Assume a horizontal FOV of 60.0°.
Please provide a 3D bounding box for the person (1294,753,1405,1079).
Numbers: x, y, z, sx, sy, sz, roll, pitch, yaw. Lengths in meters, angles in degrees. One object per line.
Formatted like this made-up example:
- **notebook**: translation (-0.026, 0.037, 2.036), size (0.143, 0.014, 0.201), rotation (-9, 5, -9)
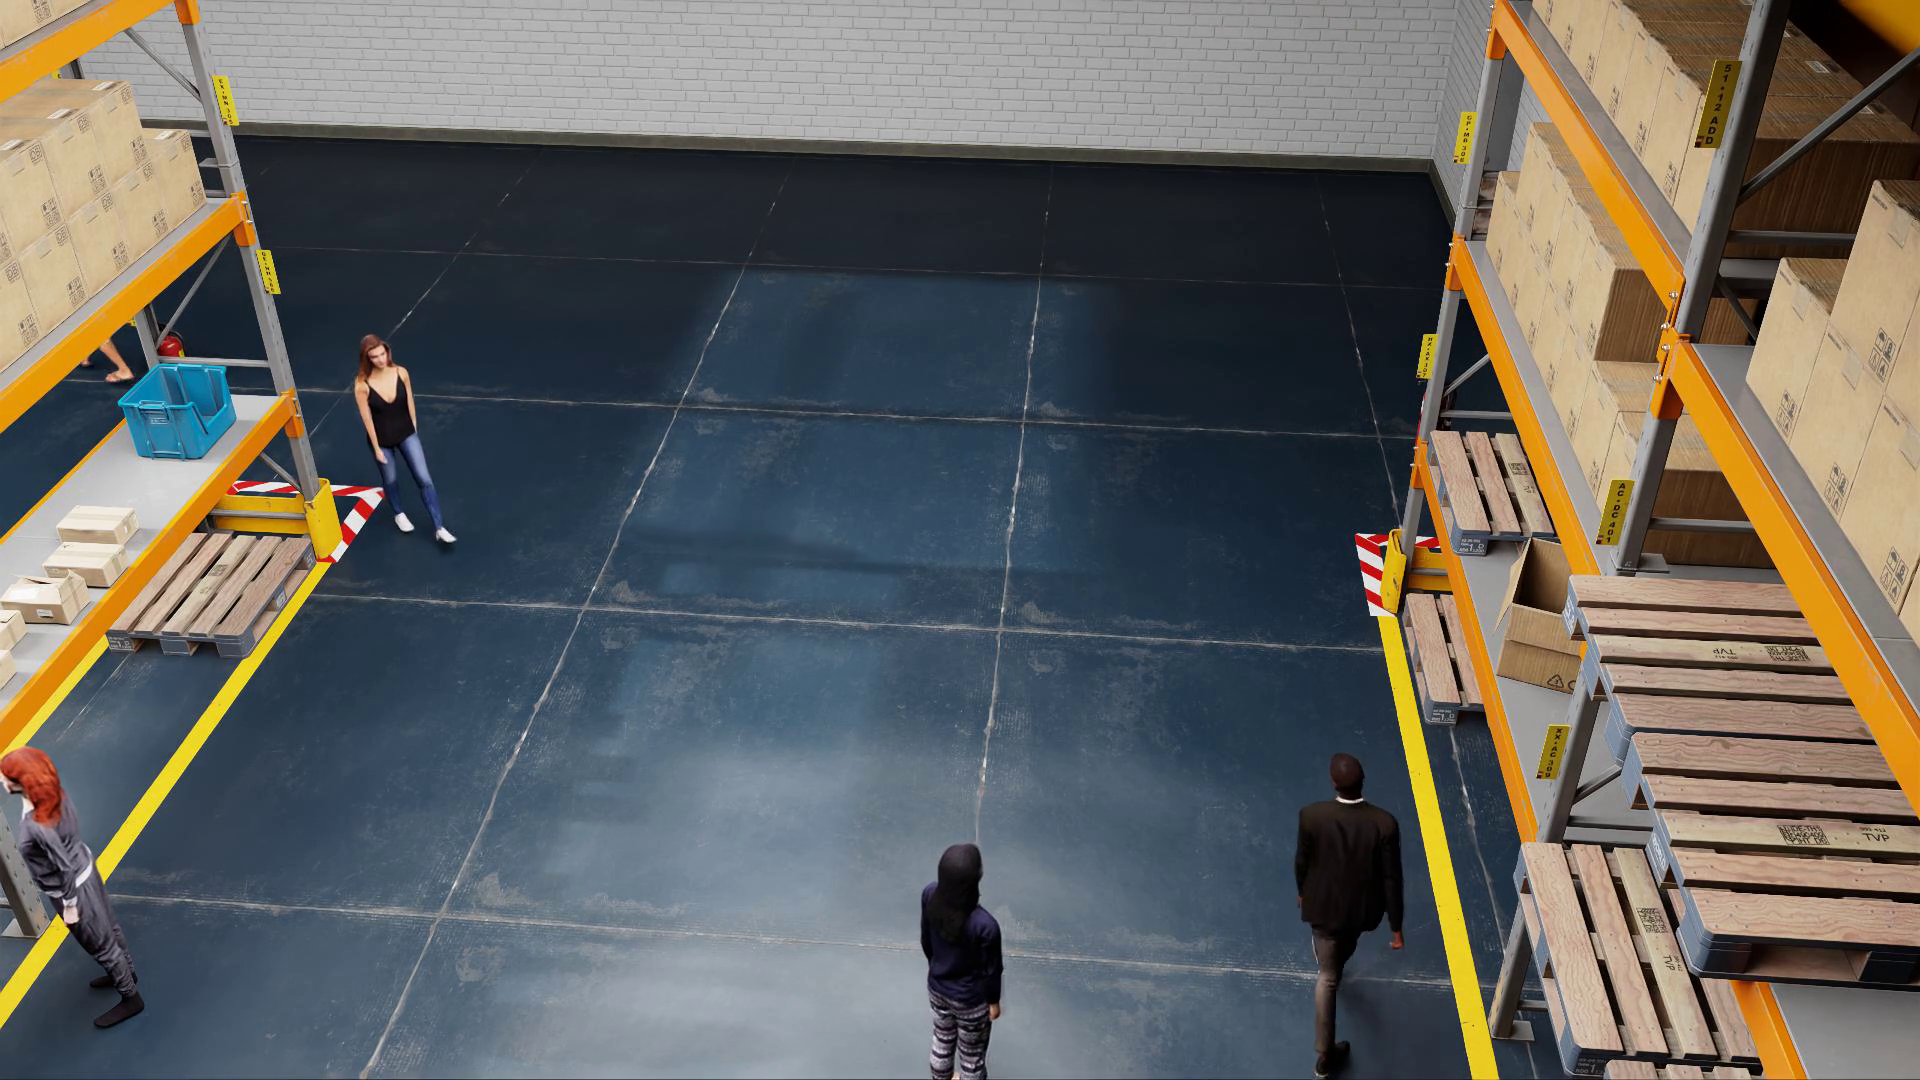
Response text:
- **person**: translation (1.922, 1.906, 8.265), size (0.805, 1.741, 1.166), rotation (10, 35, 15)

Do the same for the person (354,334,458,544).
- **person**: translation (-4.248, -0.783, 12.354), size (0.925, 1.692, 1.009), rotation (-23, 40, -30)

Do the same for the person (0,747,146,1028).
- **person**: translation (-4.519, 1.750, 8.465), size (0.707, 1.779, 0.590), rotation (-15, 36, -21)

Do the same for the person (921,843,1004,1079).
- **person**: translation (0.003, 2.118, 7.952), size (0.677, 1.733, 0.695), rotation (25, 41, 32)
